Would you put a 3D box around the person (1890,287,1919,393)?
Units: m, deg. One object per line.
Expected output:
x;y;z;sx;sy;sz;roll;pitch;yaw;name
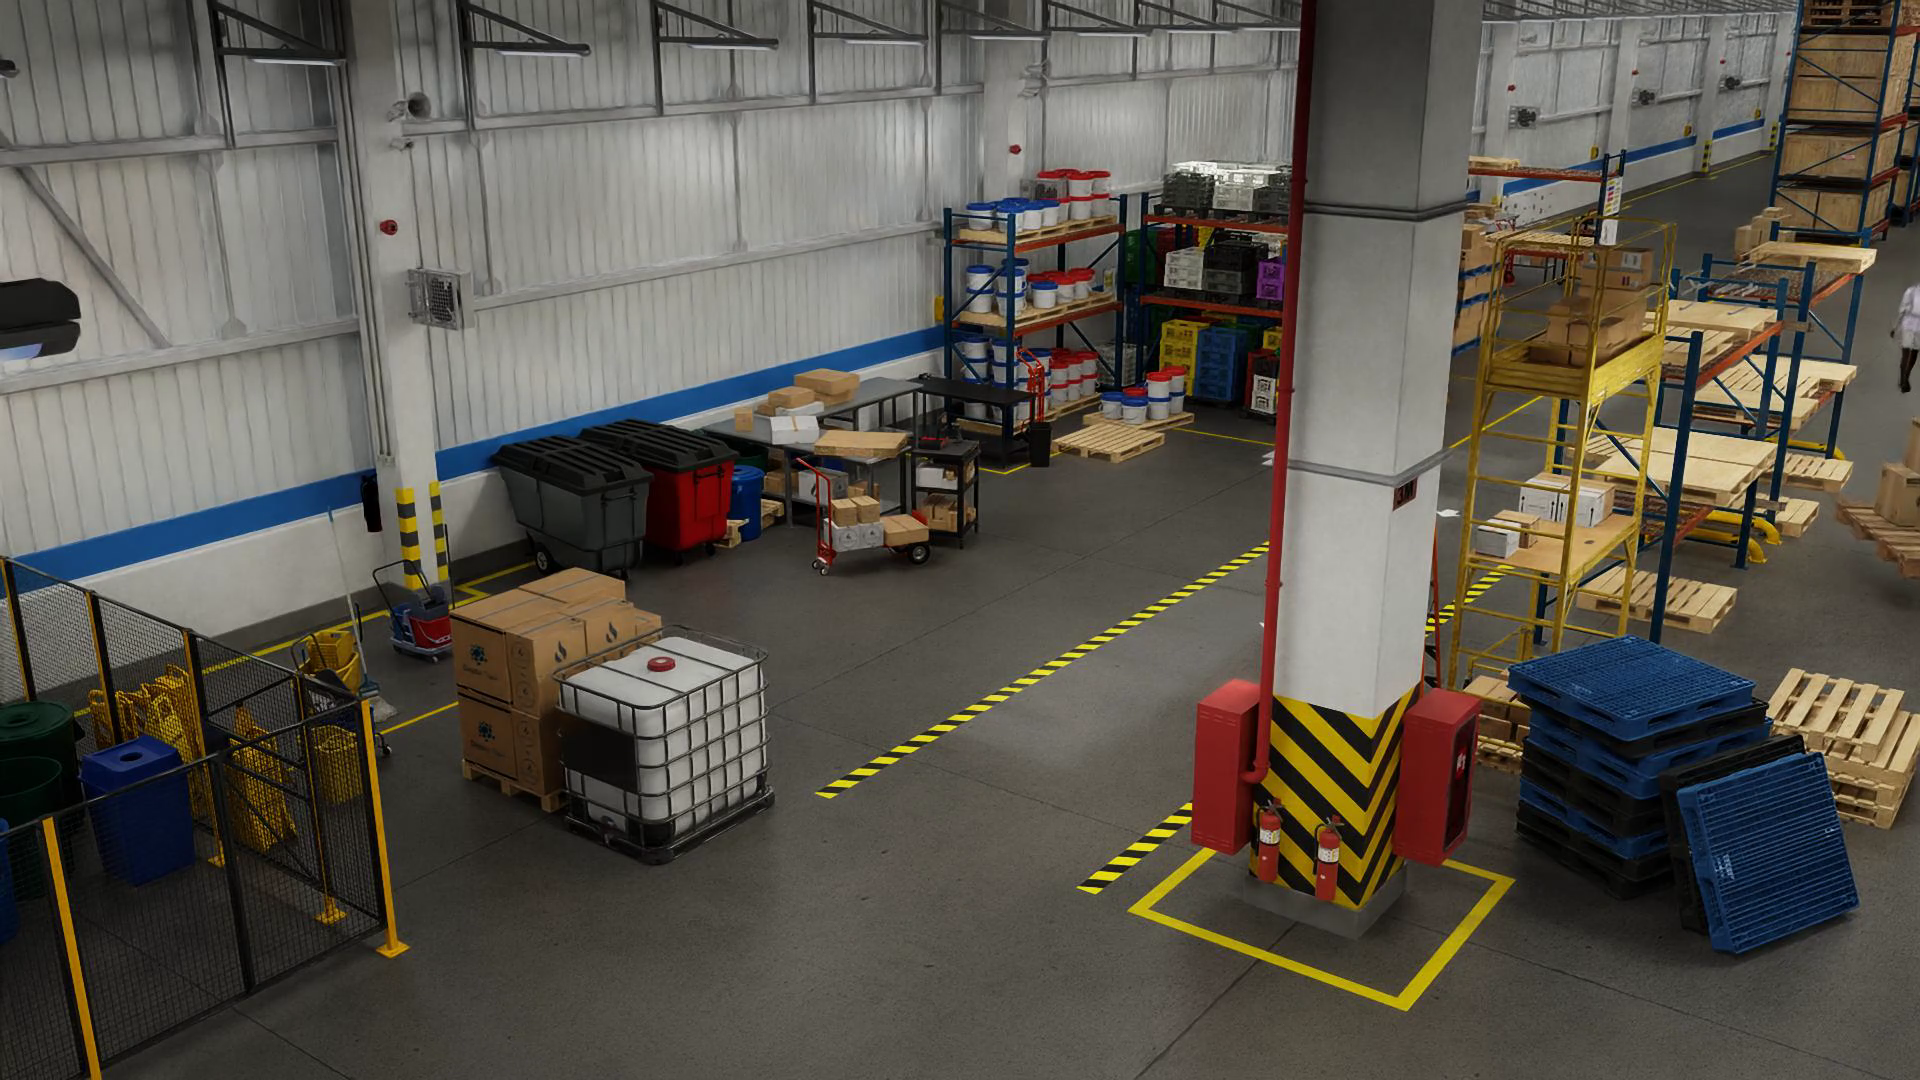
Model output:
14.292;-3.144;24.870;0.594;1.858;1.008;7;19;20;person
